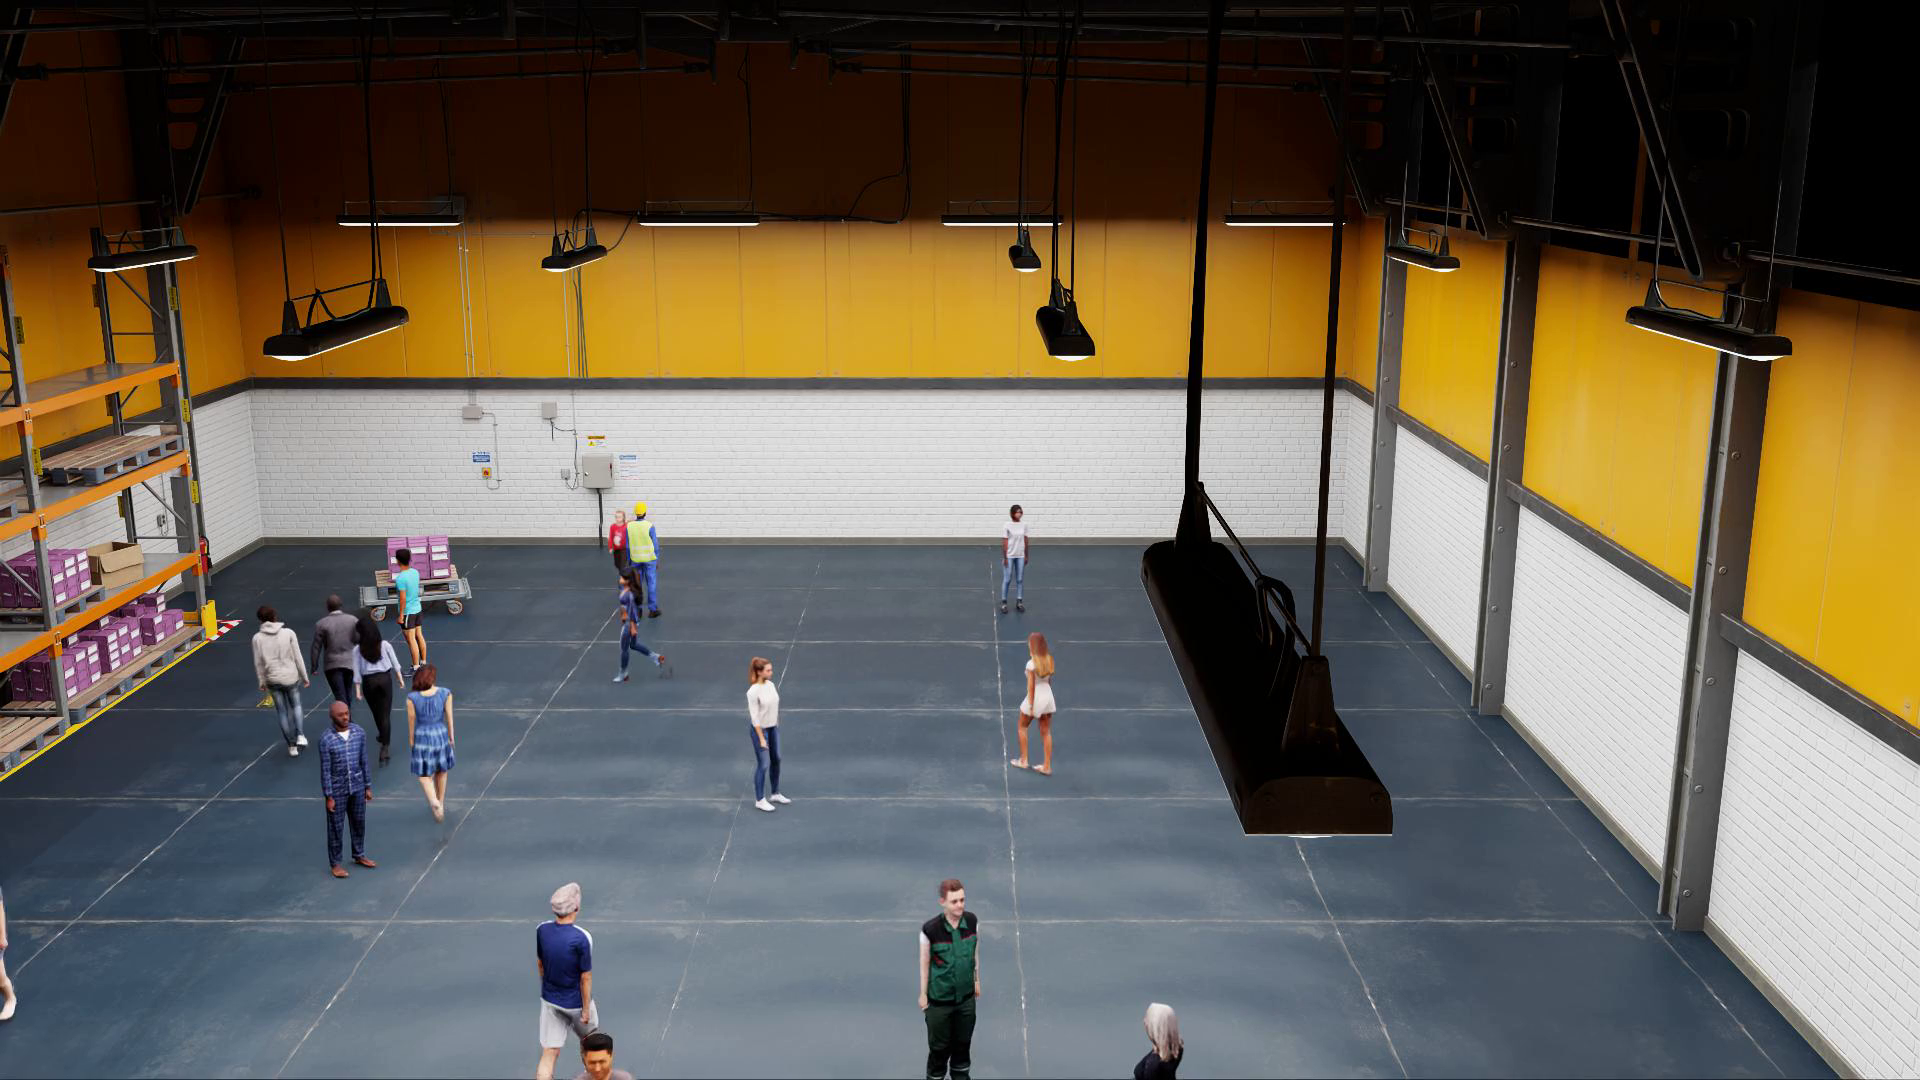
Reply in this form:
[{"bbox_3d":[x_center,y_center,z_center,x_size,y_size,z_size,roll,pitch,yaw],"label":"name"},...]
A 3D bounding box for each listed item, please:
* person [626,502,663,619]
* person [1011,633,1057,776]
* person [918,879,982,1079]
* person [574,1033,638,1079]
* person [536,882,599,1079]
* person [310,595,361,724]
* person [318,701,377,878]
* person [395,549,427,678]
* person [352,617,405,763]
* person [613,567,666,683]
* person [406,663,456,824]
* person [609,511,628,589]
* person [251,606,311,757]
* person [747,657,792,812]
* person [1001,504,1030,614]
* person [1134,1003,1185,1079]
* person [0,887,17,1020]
[{"bbox_3d":[-4.885,0.301,25.618,0.645,1.813,0.559,0,14,0],"label":"person"},{"bbox_3d":[0.974,1.914,19.253,0.796,1.673,0.878,-10,17,-35],"label":"person"},{"bbox_3d":[-0.074,3.430,12.627,0.770,1.845,0.790,-6,15,-25],"label":"person"},{"bbox_3d":[-2.268,3.940,10.731,0.901,1.746,0.703,0,14,0],"label":"person"},{"bbox_3d":[-2.995,3.501,12.448,0.838,1.792,1.262,3,14,12],"label":"person"},{"bbox_3d":[-7.549,1.611,20.331,1.152,1.755,1.324,-9,16,-34],"label":"person"},{"bbox_3d":[-6.179,2.466,16.674,0.801,1.814,0.729,12,18,40],"label":"person"},{"bbox_3d":[-7.550,0.987,22.864,0.711,1.776,0.522,3,14,11],"label":"person"},{"bbox_3d":[-6.898,1.799,19.682,1.011,1.695,1.185,-5,15,-21],"label":"person"},{"bbox_3d":[-4.405,1.149,22.573,0.846,1.597,0.967,-4,14,-17],"label":"person"},{"bbox_3d":[-5.627,2.223,17.745,0.905,1.782,1.089,-6,15,-25],"label":"person"},{"bbox_3d":[-5.596,0.136,27.475,0.525,1.260,0.871,1,14,3],"label":"person"},{"bbox_3d":[-8.084,1.713,19.788,0.868,1.813,0.851,-5,14,-19],"label":"person"},{"bbox_3d":[-2.184,2.124,18.296,0.791,1.716,0.697,8,16,30],"label":"person"},{"bbox_3d":[0.846,0.278,25.914,0.632,1.718,0.614,-4,14,-15],"label":"person"},{"bbox_3d":[1.314,3.874,11.013,0.764,1.741,0.665,8,16,29],"label":"person"},{"bbox_3d":[-8.016,3.305,13.633,0.747,1.616,1.062,-3,14,-13],"label":"person"}]
